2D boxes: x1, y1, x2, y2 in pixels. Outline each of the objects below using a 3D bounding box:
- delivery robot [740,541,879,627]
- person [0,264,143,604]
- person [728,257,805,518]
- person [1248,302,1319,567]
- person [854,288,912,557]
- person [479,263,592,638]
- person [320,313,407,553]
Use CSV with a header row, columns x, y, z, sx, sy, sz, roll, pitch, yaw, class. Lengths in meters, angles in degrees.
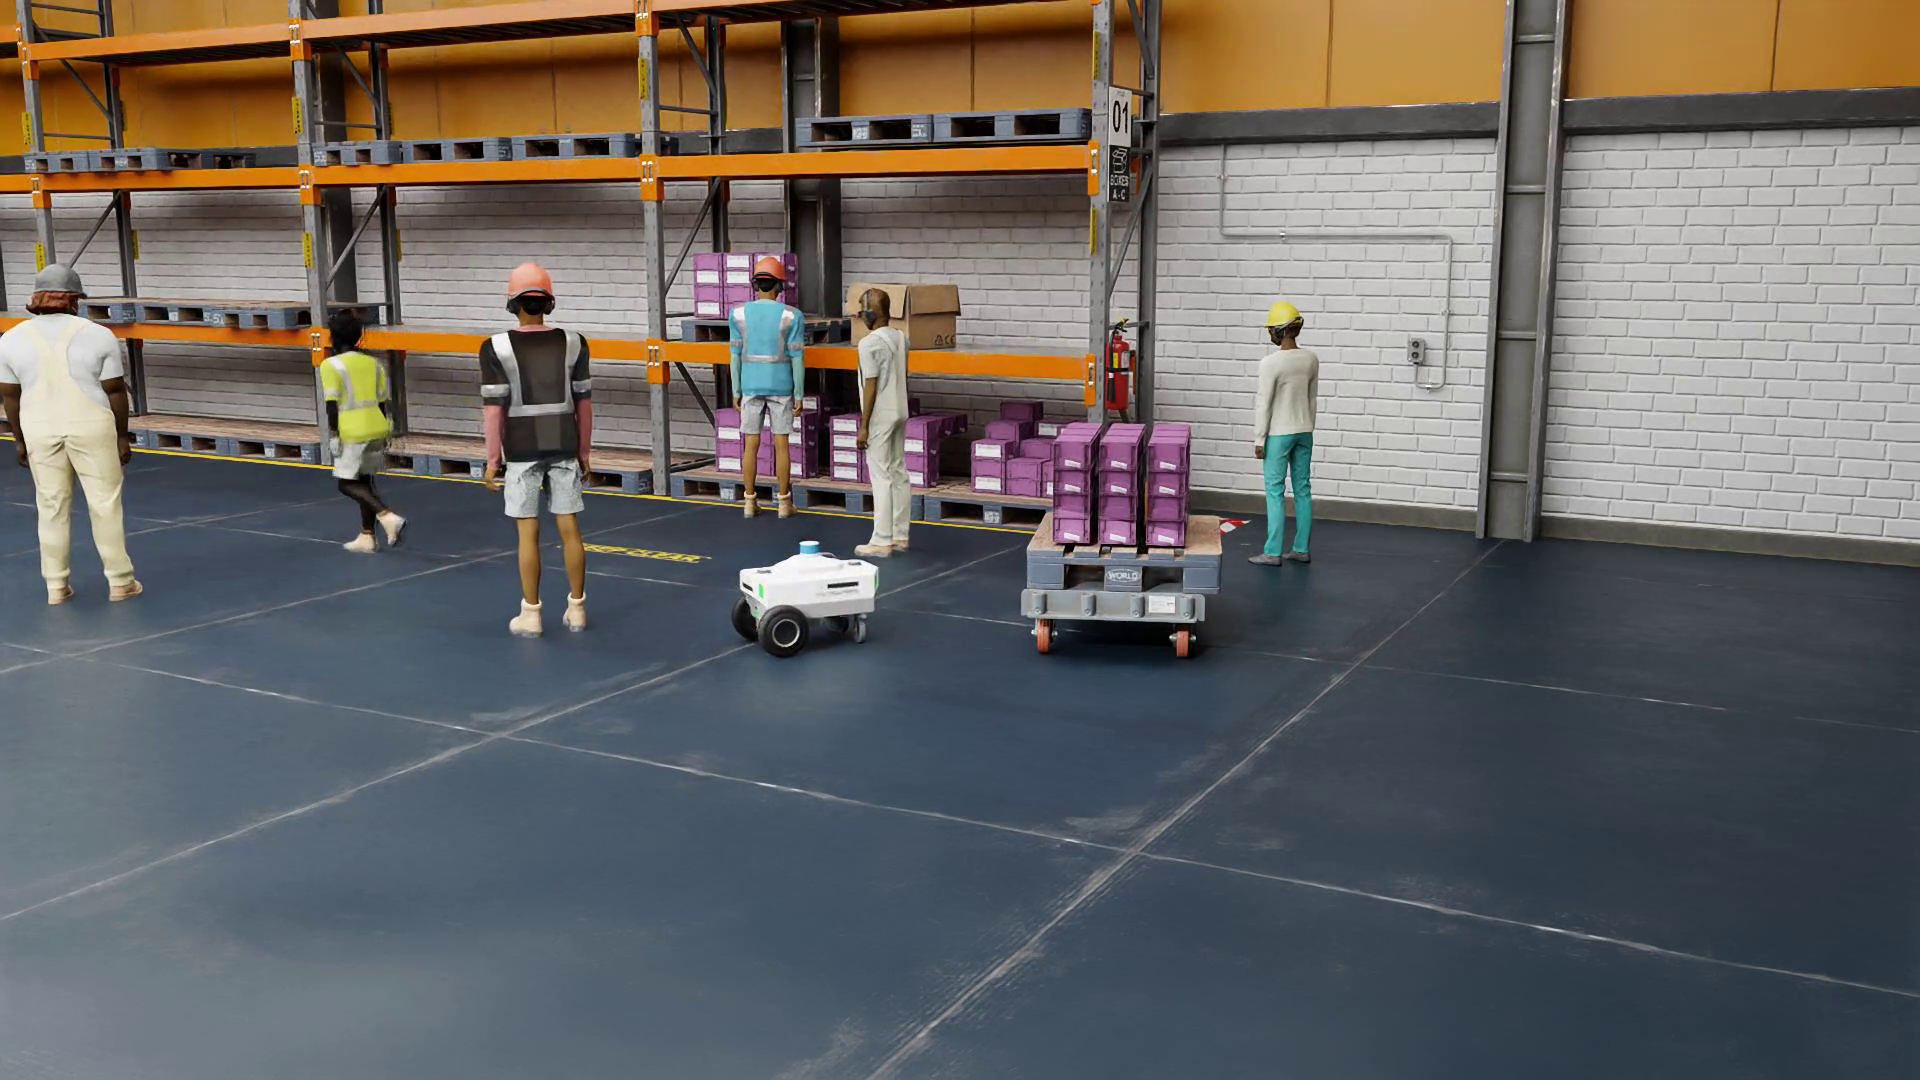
x,y,z,sx,sy,sz,roll,pitch,yaw,class
-0.801,0.250,8.918,0.707,0.478,0.477,-5,12,-25,delivery robot
-5.317,-0.640,9.979,0.672,2.000,0.536,-2,11,-12,person
-1.488,-1.177,12.962,0.600,2.036,0.396,1,10,7,person
2.157,-0.698,11.085,0.524,1.761,0.338,-7,12,-32,person
-0.534,-0.798,11.403,0.350,1.839,0.506,7,12,33,person
-2.315,-0.485,9.121,0.605,2.045,0.387,-6,12,-30,person
-4.041,-0.711,11.365,0.565,1.671,0.557,4,11,23,person
